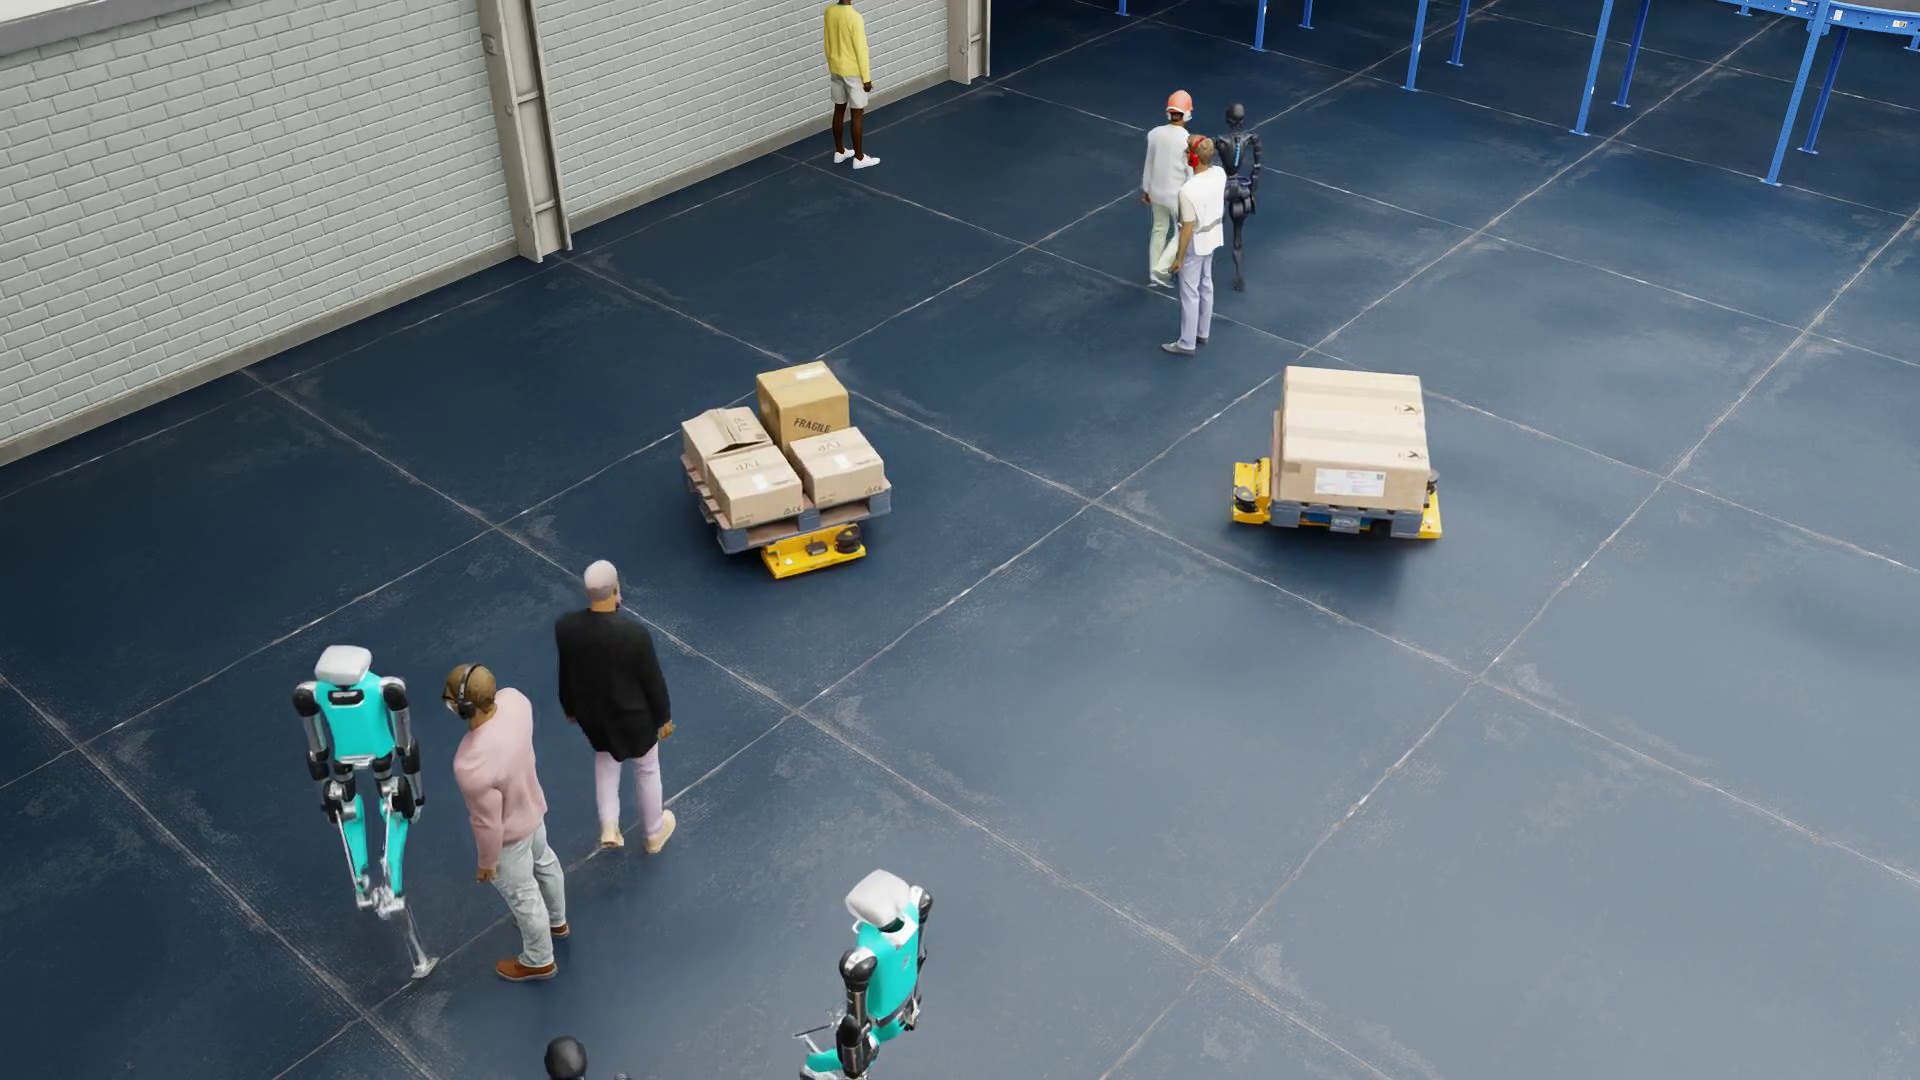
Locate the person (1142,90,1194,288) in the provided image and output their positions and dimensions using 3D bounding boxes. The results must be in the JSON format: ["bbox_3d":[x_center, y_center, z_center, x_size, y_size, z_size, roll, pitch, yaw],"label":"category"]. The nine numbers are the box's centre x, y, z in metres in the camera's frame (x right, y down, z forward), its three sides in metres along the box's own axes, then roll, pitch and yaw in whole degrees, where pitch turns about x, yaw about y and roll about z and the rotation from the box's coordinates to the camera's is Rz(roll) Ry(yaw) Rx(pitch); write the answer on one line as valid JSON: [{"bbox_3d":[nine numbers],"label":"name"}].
[{"bbox_3d":[1.827,-3.003,14.346,0.435,1.723,0.585,-25,43,-31],"label":"person"}]

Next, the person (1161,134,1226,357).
[{"bbox_3d":[1.895,-2.340,13.317,0.389,1.841,0.562,24,42,30],"label":"person"}]

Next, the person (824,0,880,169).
[{"bbox_3d":[-1.101,-4.634,16.490,0.540,1.901,0.377,27,43,32],"label":"person"}]

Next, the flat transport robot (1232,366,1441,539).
[{"bbox_3d":[2.675,-0.320,11.838,1.431,0.231,0.659,5,36,8],"label":"flat transport robot"}]

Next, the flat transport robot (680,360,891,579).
[{"bbox_3d":[-1.237,-0.246,11.732,0.659,0.231,1.431,-15,38,-20],"label":"flat transport robot"}]

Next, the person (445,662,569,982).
[{"bbox_3d":[-2.189,1.366,8.032,0.376,1.939,0.627,5,36,6],"label":"person"}]

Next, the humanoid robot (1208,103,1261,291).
[{"bbox_3d":[2.296,-2.950,14.328,0.586,1.648,0.546,-8,36,-12],"label":"humanoid robot"}]

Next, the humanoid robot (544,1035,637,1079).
[{"bbox_3d":[-1.418,2.589,6.551,0.609,1.638,0.400,-21,40,-26],"label":"humanoid robot"}]

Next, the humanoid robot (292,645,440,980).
[{"bbox_3d":[-2.911,1.438,8.126,0.533,1.763,0.897,-4,36,-6],"label":"humanoid robot"}]

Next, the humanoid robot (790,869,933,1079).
[{"bbox_3d":[-0.481,2.052,7.223,0.678,1.778,0.531,20,40,26],"label":"humanoid robot"}]

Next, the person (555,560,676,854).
[{"bbox_3d":[-1.815,0.926,8.738,0.623,1.834,0.487,6,36,8],"label":"person"}]
